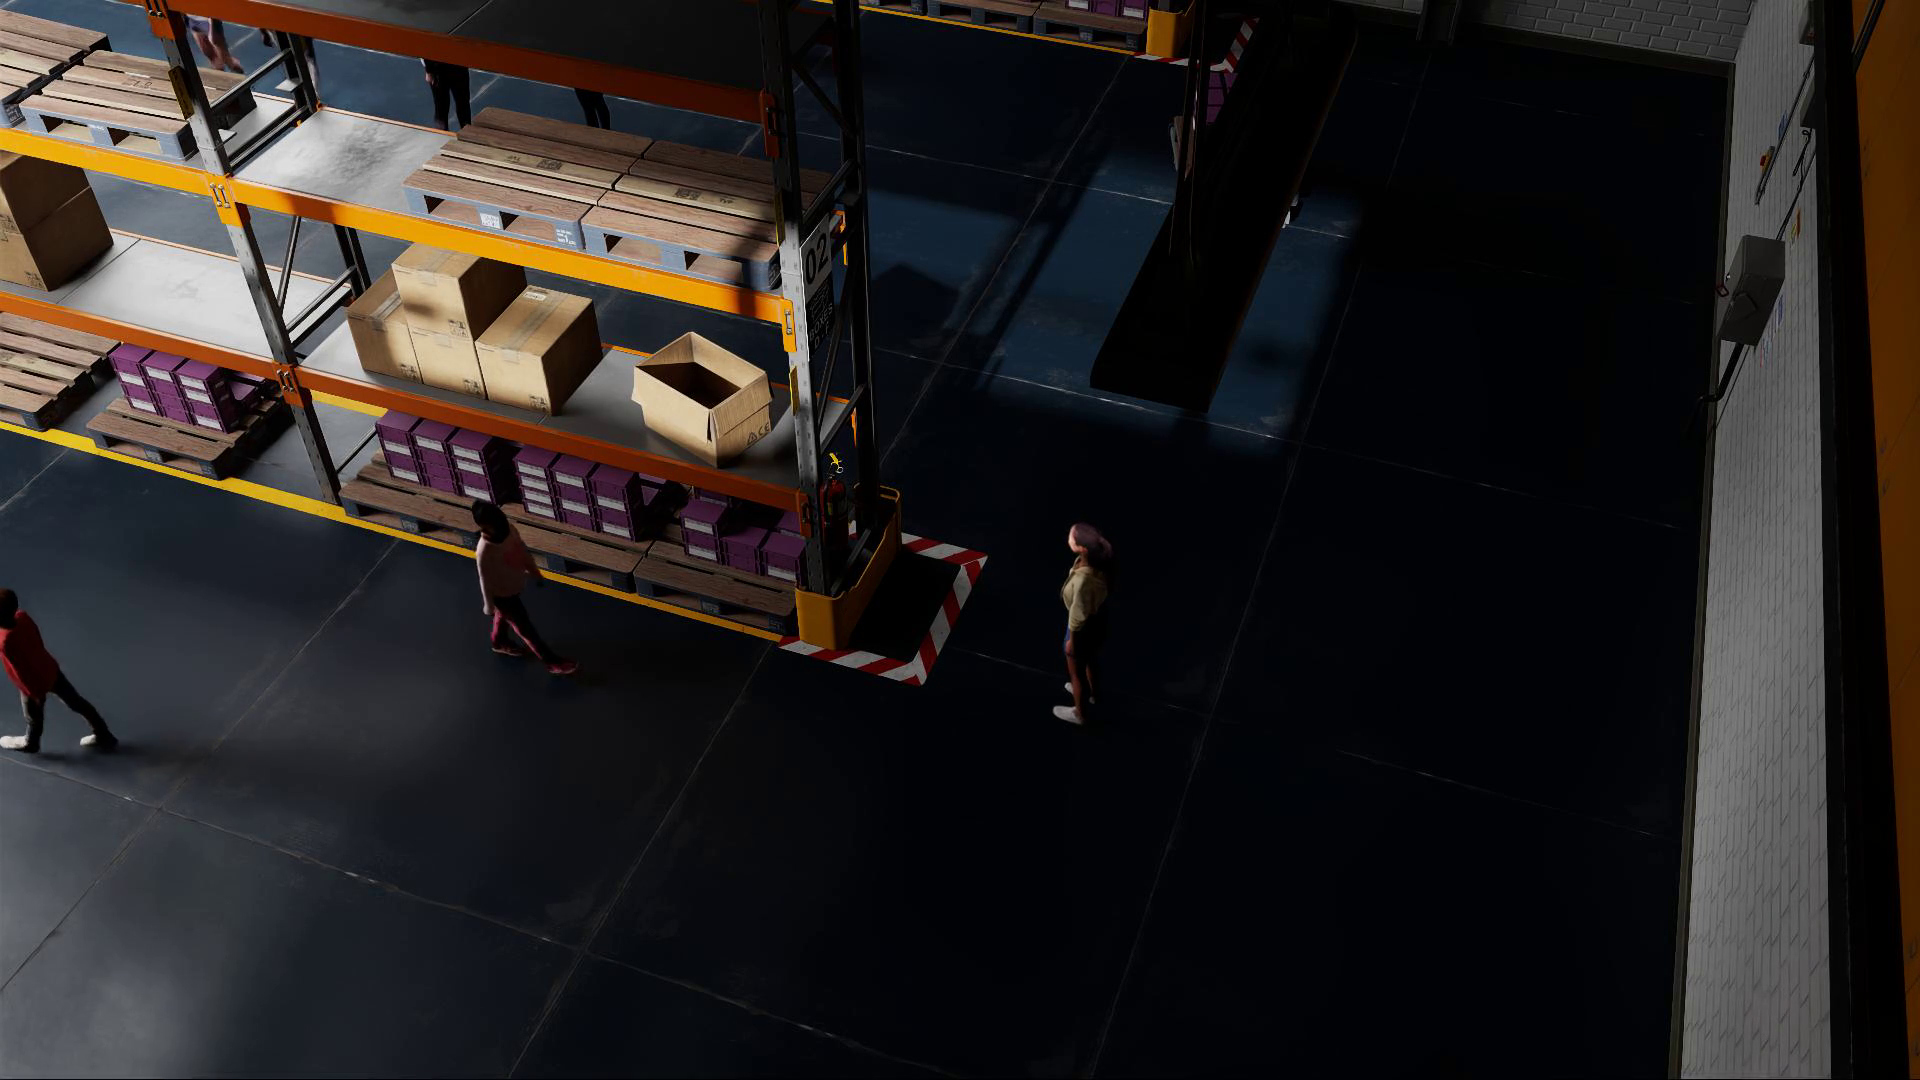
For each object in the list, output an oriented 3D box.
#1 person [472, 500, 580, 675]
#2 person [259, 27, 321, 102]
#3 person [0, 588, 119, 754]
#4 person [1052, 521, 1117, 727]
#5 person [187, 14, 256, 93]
[{"bbox_3d":[-3.026,0.284,10.858,0.928,1.418,0.589,13,45,13],"label":"person"},{"bbox_3d":[-6.445,-4.888,16.006,1.012,1.807,1.059,-14,45,-15],"label":"person"},{"bbox_3d":[-5.637,0.840,10.301,0.986,1.383,0.729,0,44,0],"label":"person"},{"bbox_3d":[0.802,0.518,10.460,0.534,1.629,0.635,15,46,16],"label":"person"},{"bbox_3d":[-7.420,-5.114,16.292,0.857,1.740,0.652,-28,50,-26],"label":"person"}]
